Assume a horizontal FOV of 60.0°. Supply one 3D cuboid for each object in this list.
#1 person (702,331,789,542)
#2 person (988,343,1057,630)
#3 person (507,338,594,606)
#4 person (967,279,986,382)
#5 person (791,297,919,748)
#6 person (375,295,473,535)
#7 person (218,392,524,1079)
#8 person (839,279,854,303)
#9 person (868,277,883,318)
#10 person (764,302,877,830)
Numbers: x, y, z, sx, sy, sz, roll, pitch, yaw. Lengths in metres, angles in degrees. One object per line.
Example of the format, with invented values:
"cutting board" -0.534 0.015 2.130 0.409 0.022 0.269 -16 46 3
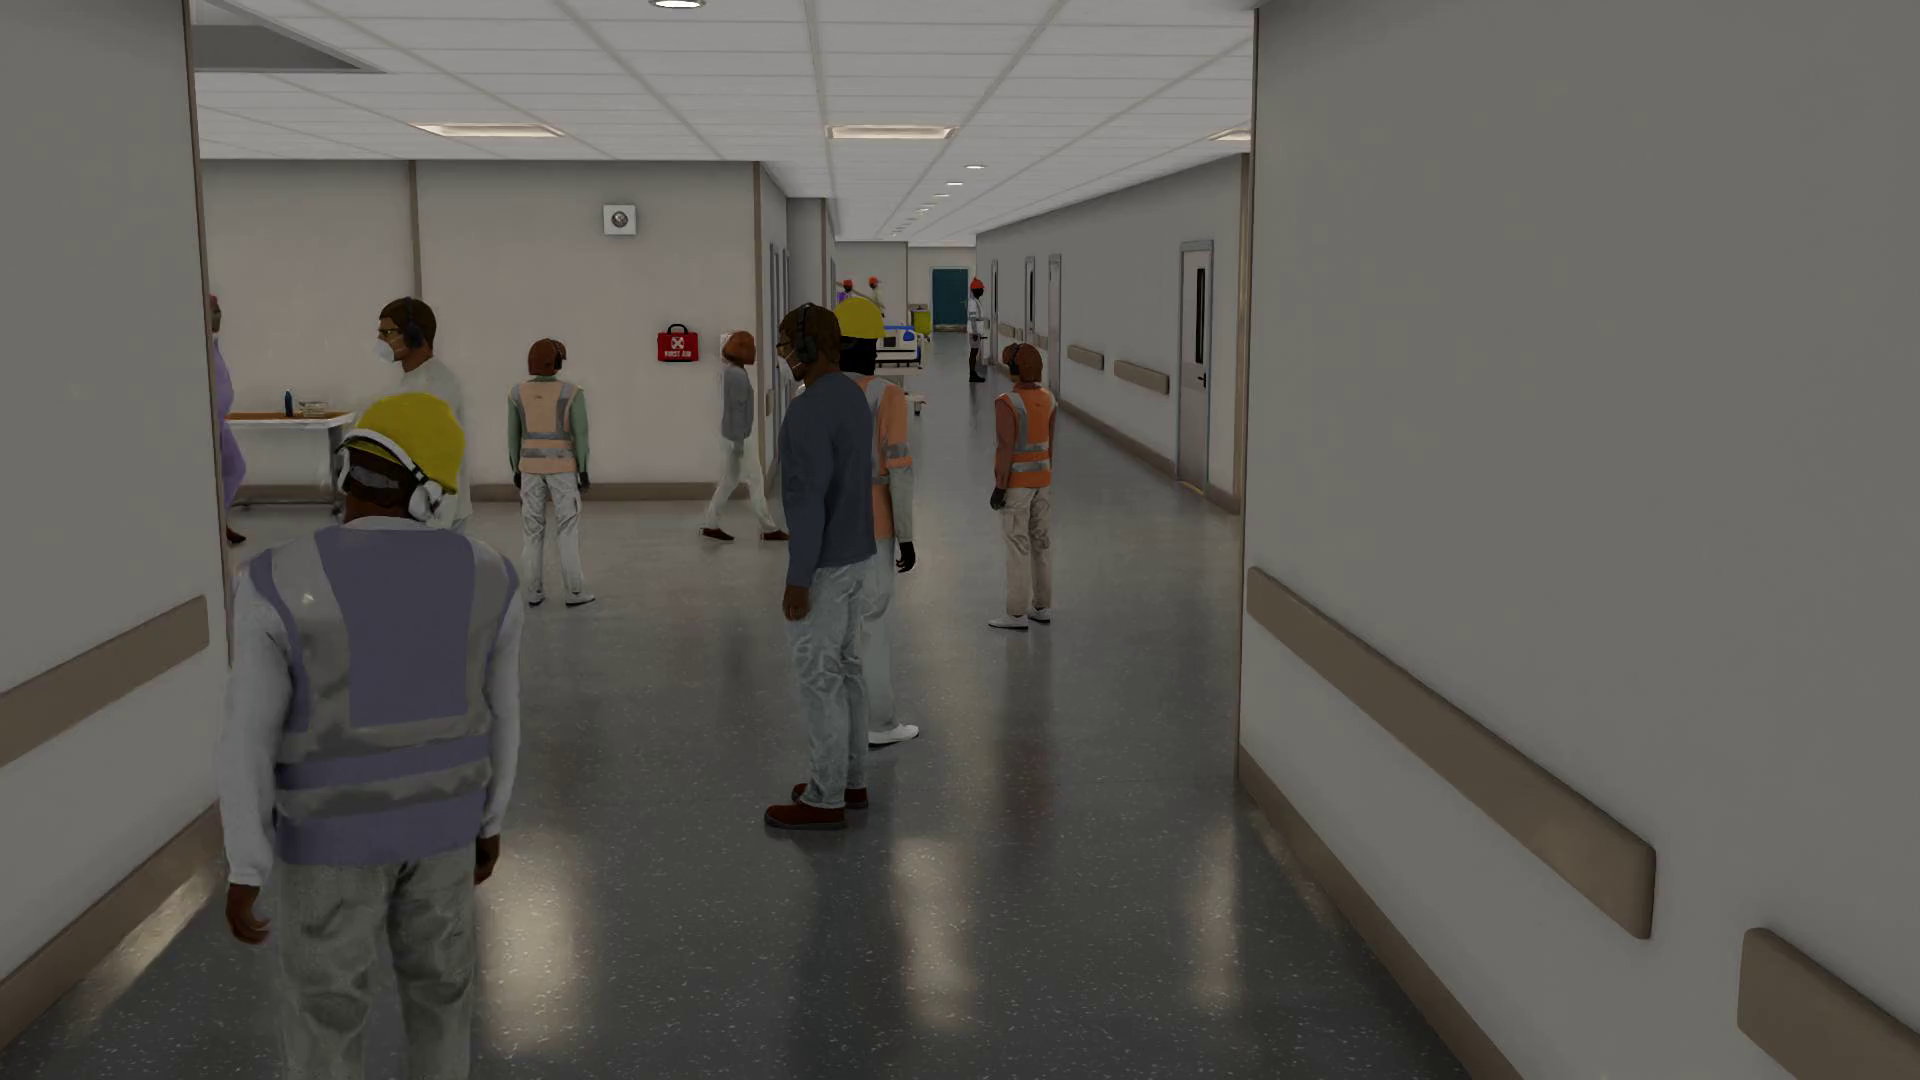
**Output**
"person" -1.637 -0.773 12.575 0.703 1.603 0.521 -3 9 -16
"person" 0.365 -0.307 9.538 0.305 1.639 0.522 7 11 38
"person" -2.510 -0.408 10.174 0.515 1.640 0.315 2 9 10
"person" 0.316 -3.968 31.583 0.353 1.942 0.543 1 9 6
"person" -0.448 -0.072 7.161 0.585 1.929 0.370 5 10 28
"person" -2.283 -0.074 7.150 0.357 1.937 0.637 -4 10 -24
"person" -1.237 0.603 3.393 0.740 1.784 0.431 -8 12 -42
"person" -3.030 -5.954 44.118 0.569 1.919 0.575 5 11 31
"person" -2.483 -6.563 47.764 0.635 1.966 0.628 -2 9 -15
"person" -0.504 0.094 6.137 0.388 1.927 0.640 2 9 11
